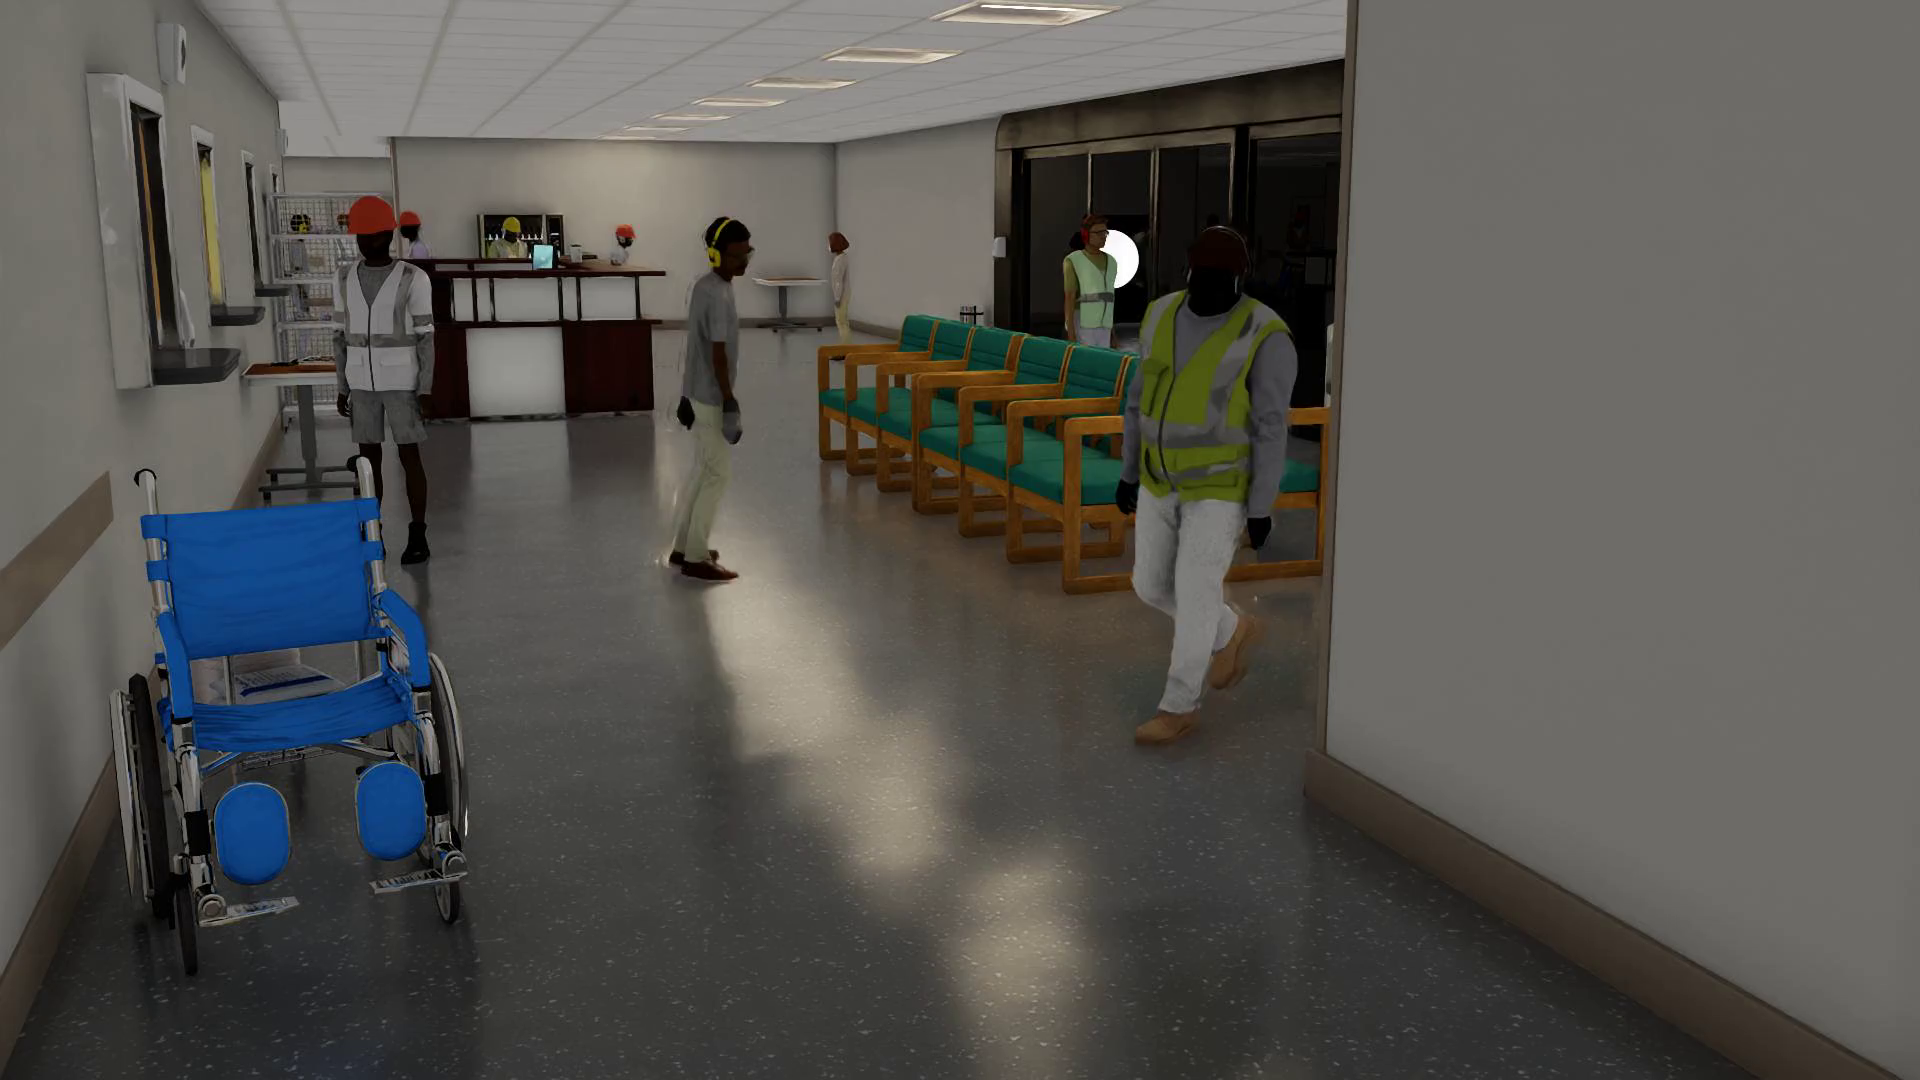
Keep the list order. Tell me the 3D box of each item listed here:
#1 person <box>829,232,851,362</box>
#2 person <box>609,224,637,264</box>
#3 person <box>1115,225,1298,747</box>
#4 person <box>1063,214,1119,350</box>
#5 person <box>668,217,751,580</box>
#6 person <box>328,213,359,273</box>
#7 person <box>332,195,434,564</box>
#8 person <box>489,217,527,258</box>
[{"bbox_3d":[-1.530,-3.096,21.213,0.285,1.627,0.504,0,11,2],"label":"person"},{"bbox_3d":[-4.594,-3.402,22.554,0.607,1.715,0.562,-2,11,-12],"label":"person"},{"bbox_3d":[0.889,-0.193,5.841,0.630,1.807,0.687,-10,15,-41],"label":"person"},{"bbox_3d":[1.026,-1.637,13.144,0.383,1.845,0.570,11,15,43],"label":"person"},{"bbox_3d":[-1.248,-0.696,8.366,0.458,1.827,0.589,-3,11,-13],"label":"person"},{"bbox_3d":[-9.617,-4.168,26.070,0.341,1.876,0.575,5,12,24],"label":"person"},{"bbox_3d":[-3.046,-0.831,8.781,0.542,1.936,0.362,1,11,5],"label":"person"},{"bbox_3d":[-5.973,-3.385,22.178,0.403,1.822,0.586,9,14,37],"label":"person"}]
